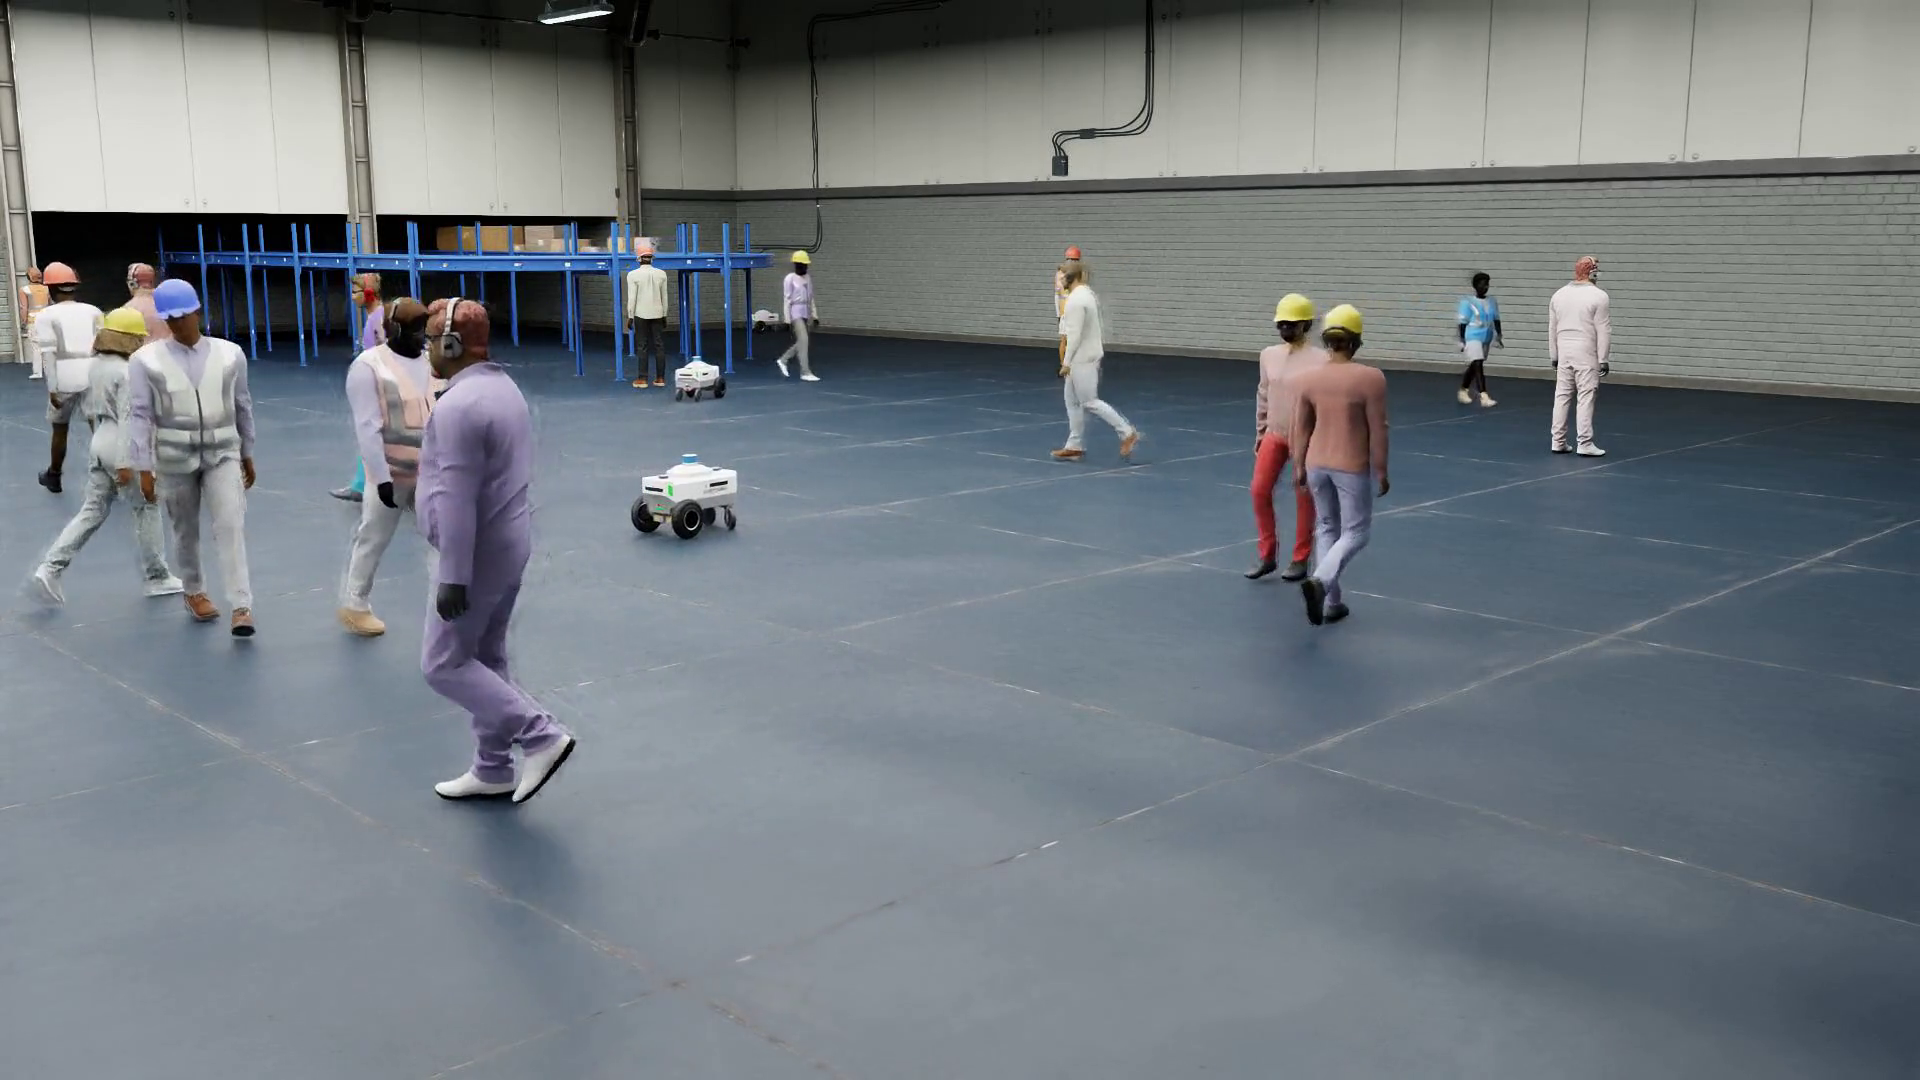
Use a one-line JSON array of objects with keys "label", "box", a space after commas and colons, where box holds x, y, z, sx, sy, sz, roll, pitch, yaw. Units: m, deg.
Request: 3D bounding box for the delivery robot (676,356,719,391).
[{"label": "delivery robot", "box": [-3.415, -2.144, 21.635, 0.477, 0.478, 0.707, 3, 11, 16]}]

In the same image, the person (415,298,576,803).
[{"label": "person", "box": [-1.730, 0.064, 6.087, 0.489, 1.887, 0.667, 0, 10, 0]}]

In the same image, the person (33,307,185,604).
[{"label": "person", "box": [-4.934, -0.484, 9.588, 0.508, 1.711, 0.821, 8, 13, 36]}]

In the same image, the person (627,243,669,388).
[{"label": "person", "box": [-4.374, -3.141, 23.280, 0.621, 1.994, 0.381, -8, 13, -37]}]

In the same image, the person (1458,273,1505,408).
[{"label": "person", "box": [6.450, -2.489, 20.655, 0.531, 1.649, 0.874, -5, 11, -24]}]

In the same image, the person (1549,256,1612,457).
[{"label": "person", "box": [5.996, -1.769, 16.041, 0.407, 1.906, 0.655, -7, 12, -32]}]

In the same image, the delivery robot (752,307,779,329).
[{"label": "delivery robot", "box": [-4.318, -4.858, 36.434, 0.707, 0.478, 0.477, -10, 14, -43]}]

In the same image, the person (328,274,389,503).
[{"label": "person", "box": [-4.632, -1.189, 13.161, 0.891, 1.799, 0.633, -4, 11, -20]}]

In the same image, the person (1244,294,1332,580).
[{"label": "person", "box": [1.977, -0.610, 10.121, 0.547, 1.747, 0.591, 9, 14, 40]}]

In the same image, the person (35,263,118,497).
[{"label": "person", "box": [-7.198, -1.293, 13.498, 0.981, 1.883, 0.558, 8, 13, 38]}]

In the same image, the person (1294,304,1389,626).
[{"label": "person", "box": [2.010, -0.390, 8.944, 0.535, 1.746, 0.643, 9, 14, 42]}]

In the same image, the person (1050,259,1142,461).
[{"label": "person", "box": [1.279, -1.677, 15.583, 0.799, 1.900, 0.642, 1, 10, 7]}]

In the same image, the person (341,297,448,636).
[{"label": "person", "box": [-2.907, -0.361, 8.676, 0.963, 1.805, 0.615, 7, 12, 33]}]

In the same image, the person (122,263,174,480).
[{"label": "person", "box": [-6.884, -1.440, 14.329, 0.772, 1.880, 0.646, 3, 11, 18]}]

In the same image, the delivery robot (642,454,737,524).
[{"label": "delivery robot", "box": [-1.945, -0.377, 11.996, 0.477, 0.478, 0.707, 8, 13, 36]}]

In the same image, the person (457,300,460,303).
[{"label": "person", "box": [-3.747, -0.989, 12.514, 0.514, 1.641, 0.309, 6, 12, 30]}]

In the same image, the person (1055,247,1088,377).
[{"label": "person", "box": [1.692, -3.407, 24.887, 0.552, 1.937, 0.358, 6, 12, 32]}]

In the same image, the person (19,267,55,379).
[{"label": "person", "box": [-13.613, -3.203, 24.587, 0.308, 1.641, 0.517, 7, 12, 32]}]

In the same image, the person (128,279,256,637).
[{"label": "person", "box": [-4.055, -0.435, 8.828, 0.631, 1.882, 1.038, -7, 12, -33]}]

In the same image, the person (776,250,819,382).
[{"label": "person", "box": [-2.389, -3.294, 24.377, 0.774, 1.902, 0.592, 5, 12, 27]}]
